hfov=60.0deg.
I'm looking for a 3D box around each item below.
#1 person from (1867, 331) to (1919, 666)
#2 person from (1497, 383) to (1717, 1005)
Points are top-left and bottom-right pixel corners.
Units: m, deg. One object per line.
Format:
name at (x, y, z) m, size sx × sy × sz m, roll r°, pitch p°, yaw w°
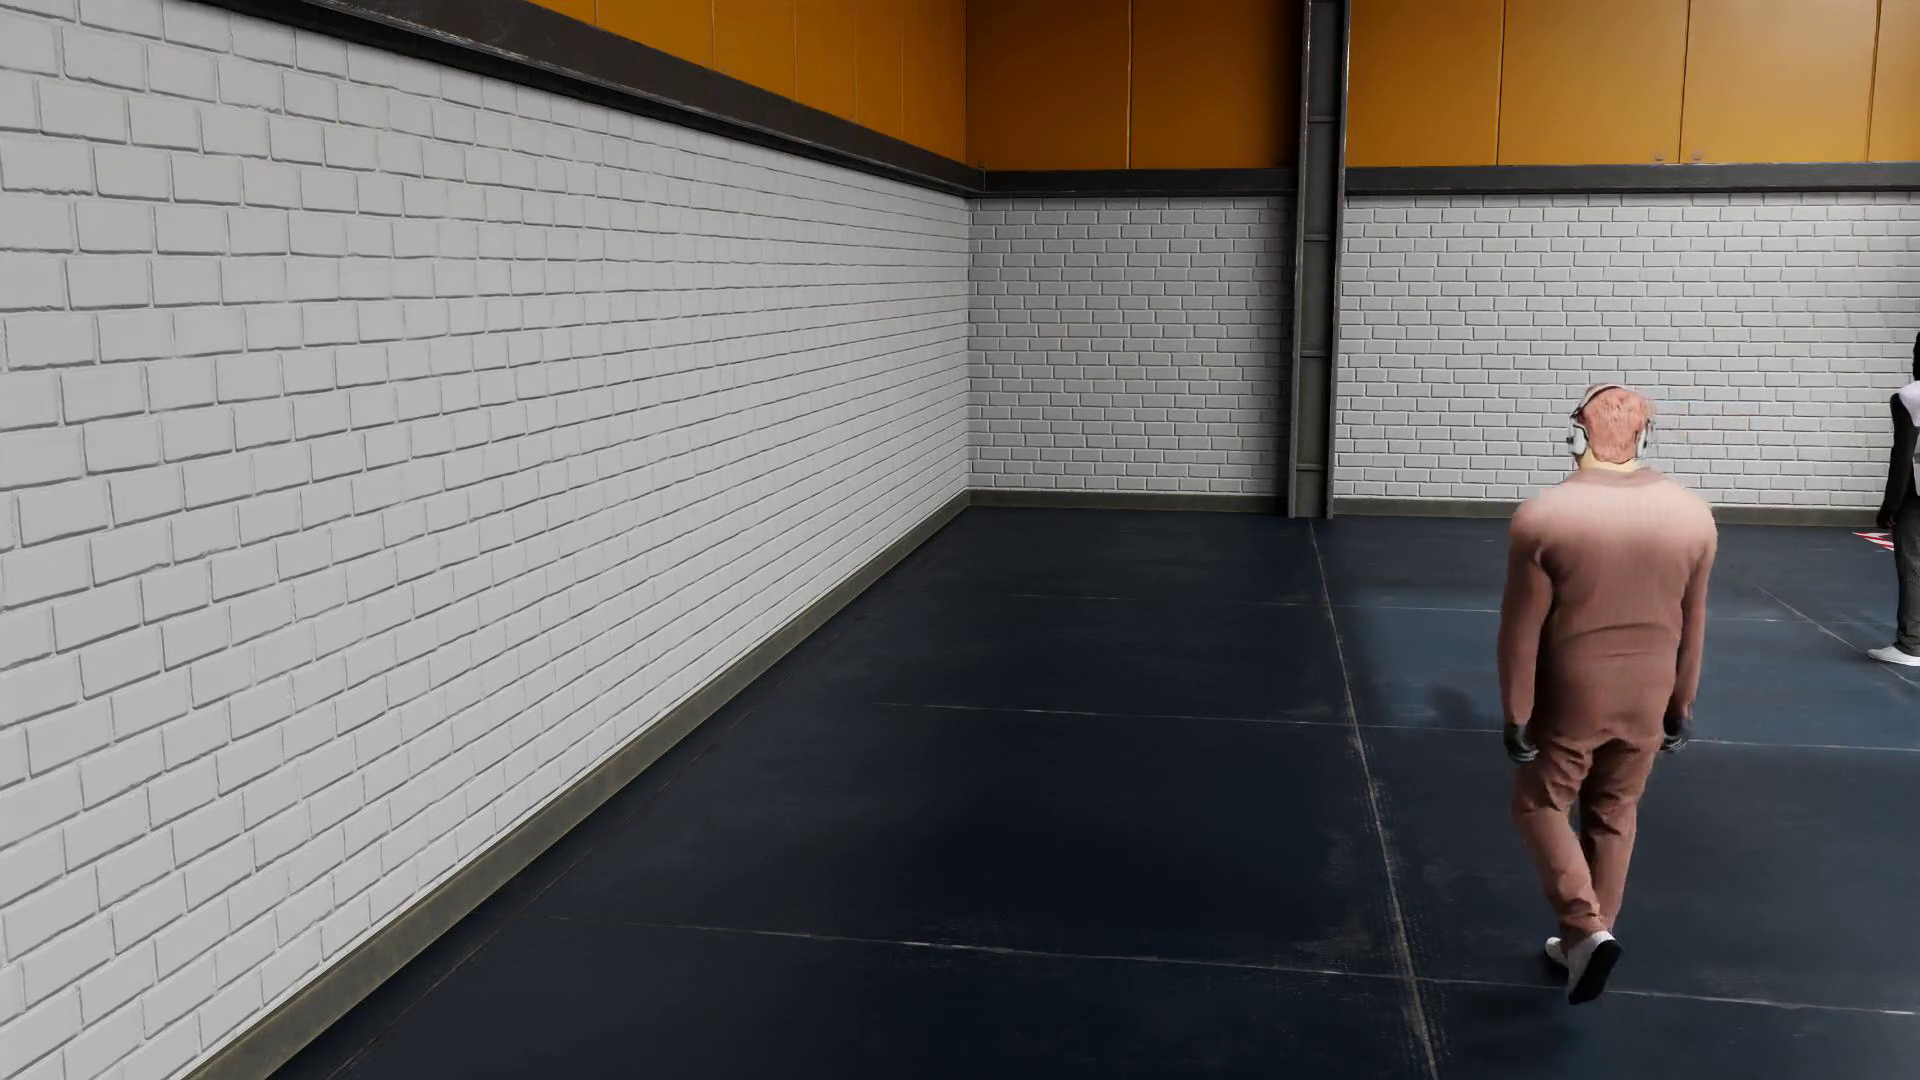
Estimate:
person at (5.460, -0.244, 9.376) m, size 0.597 × 1.916 × 0.371 m, roll -3°, pitch 10°, yaw -19°
person at (1.928, 0.478, 4.992) m, size 0.649 × 1.889 × 0.616 m, roll -1°, pitch 9°, yaw -4°
